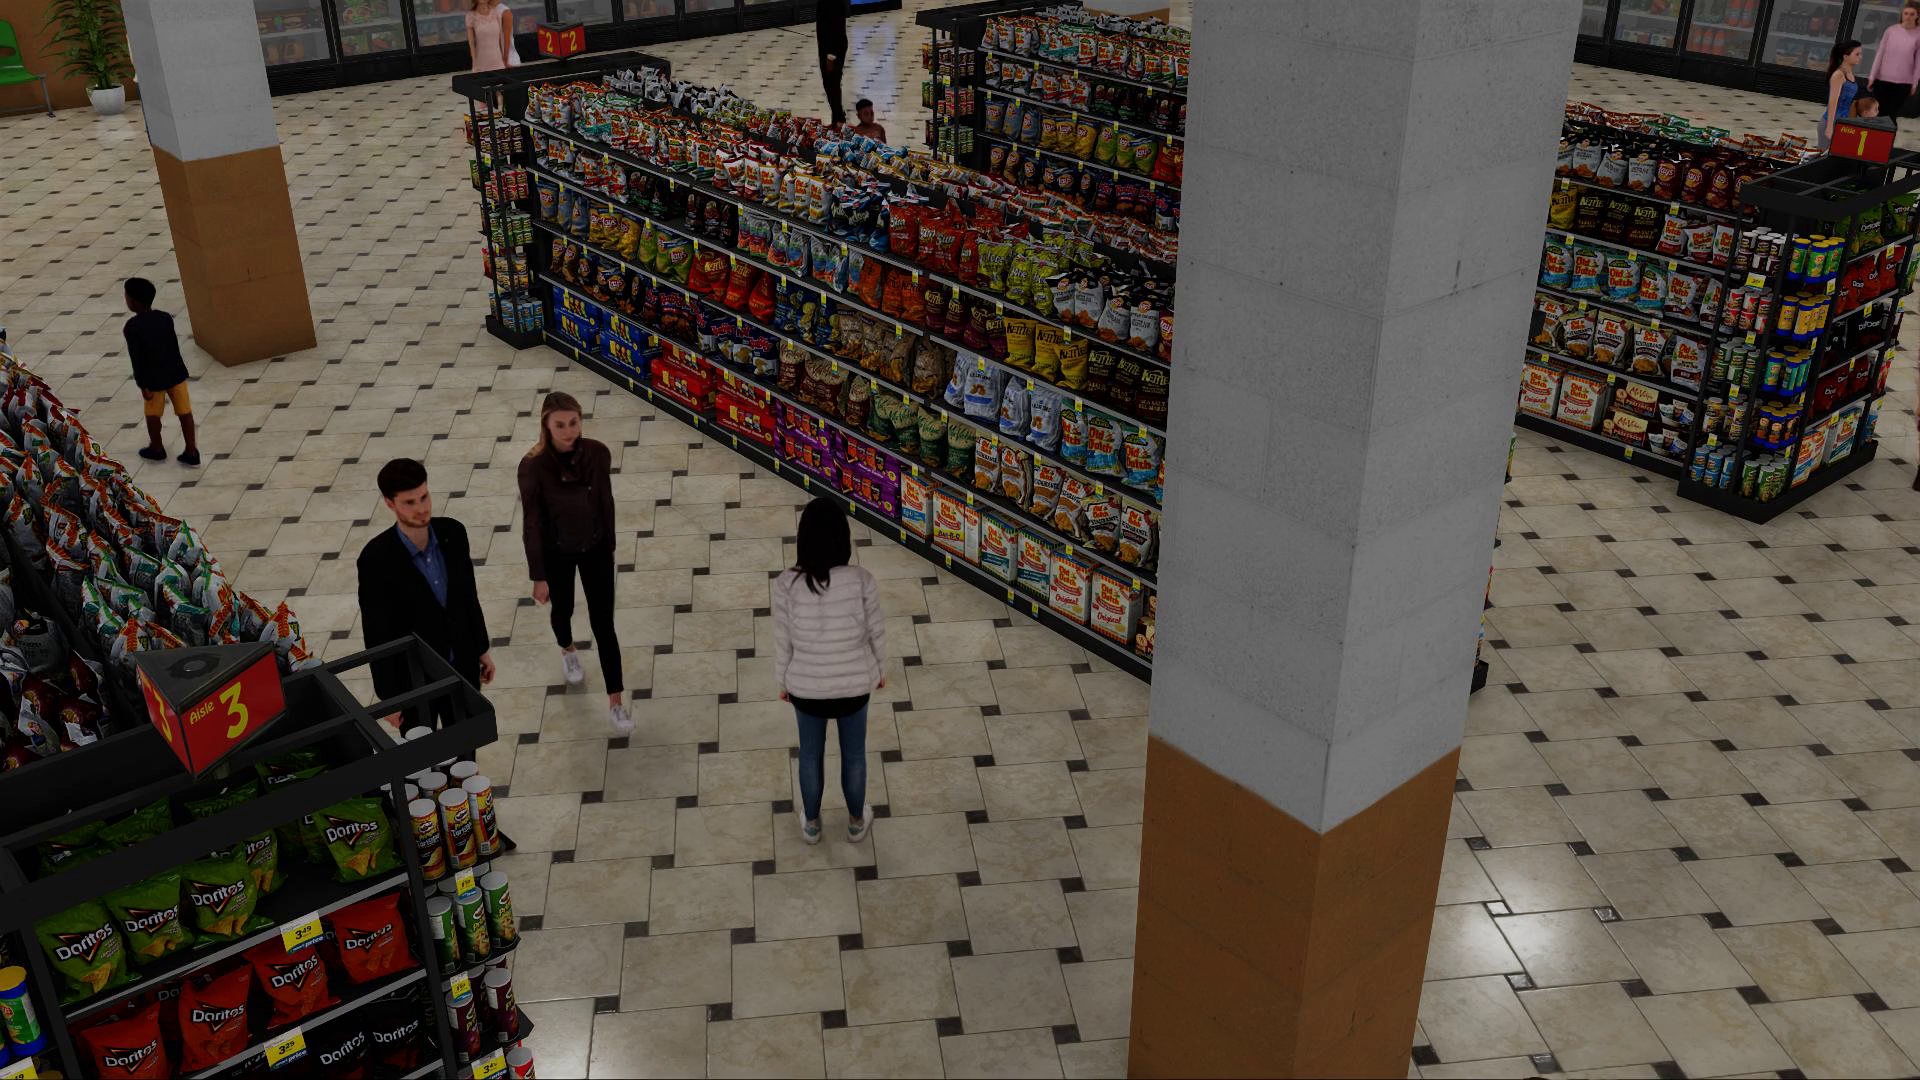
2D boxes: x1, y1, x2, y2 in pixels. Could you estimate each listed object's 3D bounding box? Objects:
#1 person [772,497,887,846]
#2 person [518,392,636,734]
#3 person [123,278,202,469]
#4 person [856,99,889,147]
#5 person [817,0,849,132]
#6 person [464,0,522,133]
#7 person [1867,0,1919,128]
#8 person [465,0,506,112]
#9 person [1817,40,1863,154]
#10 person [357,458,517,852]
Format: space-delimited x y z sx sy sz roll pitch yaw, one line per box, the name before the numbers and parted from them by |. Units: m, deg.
person | -0.540 0.574 6.998 0.709 1.638 0.742 -1 27 -3
person | -1.882 0.058 8.003 0.814 1.650 1.194 -12 29 -22
person | -5.059 -1.046 10.618 0.761 1.254 0.639 17 32 31
person | -0.859 -3.451 15.379 0.585 1.237 0.916 -17 31 -29
person | -1.417 -5.467 18.625 0.883 1.896 0.795 -4 27 -7
person | -5.015 -5.355 18.575 1.023 1.742 0.826 22 34 37
person | 9.987 -4.891 17.750 0.687 1.660 0.677 -23 35 -38
person | -5.161 -5.131 18.072 0.634 1.798 1.019 -17 32 -30
person | 8.429 -4.002 16.054 0.588 1.609 0.606 20 33 34
person | -2.170 0.516 6.833 0.660 1.890 0.742 20 33 33
